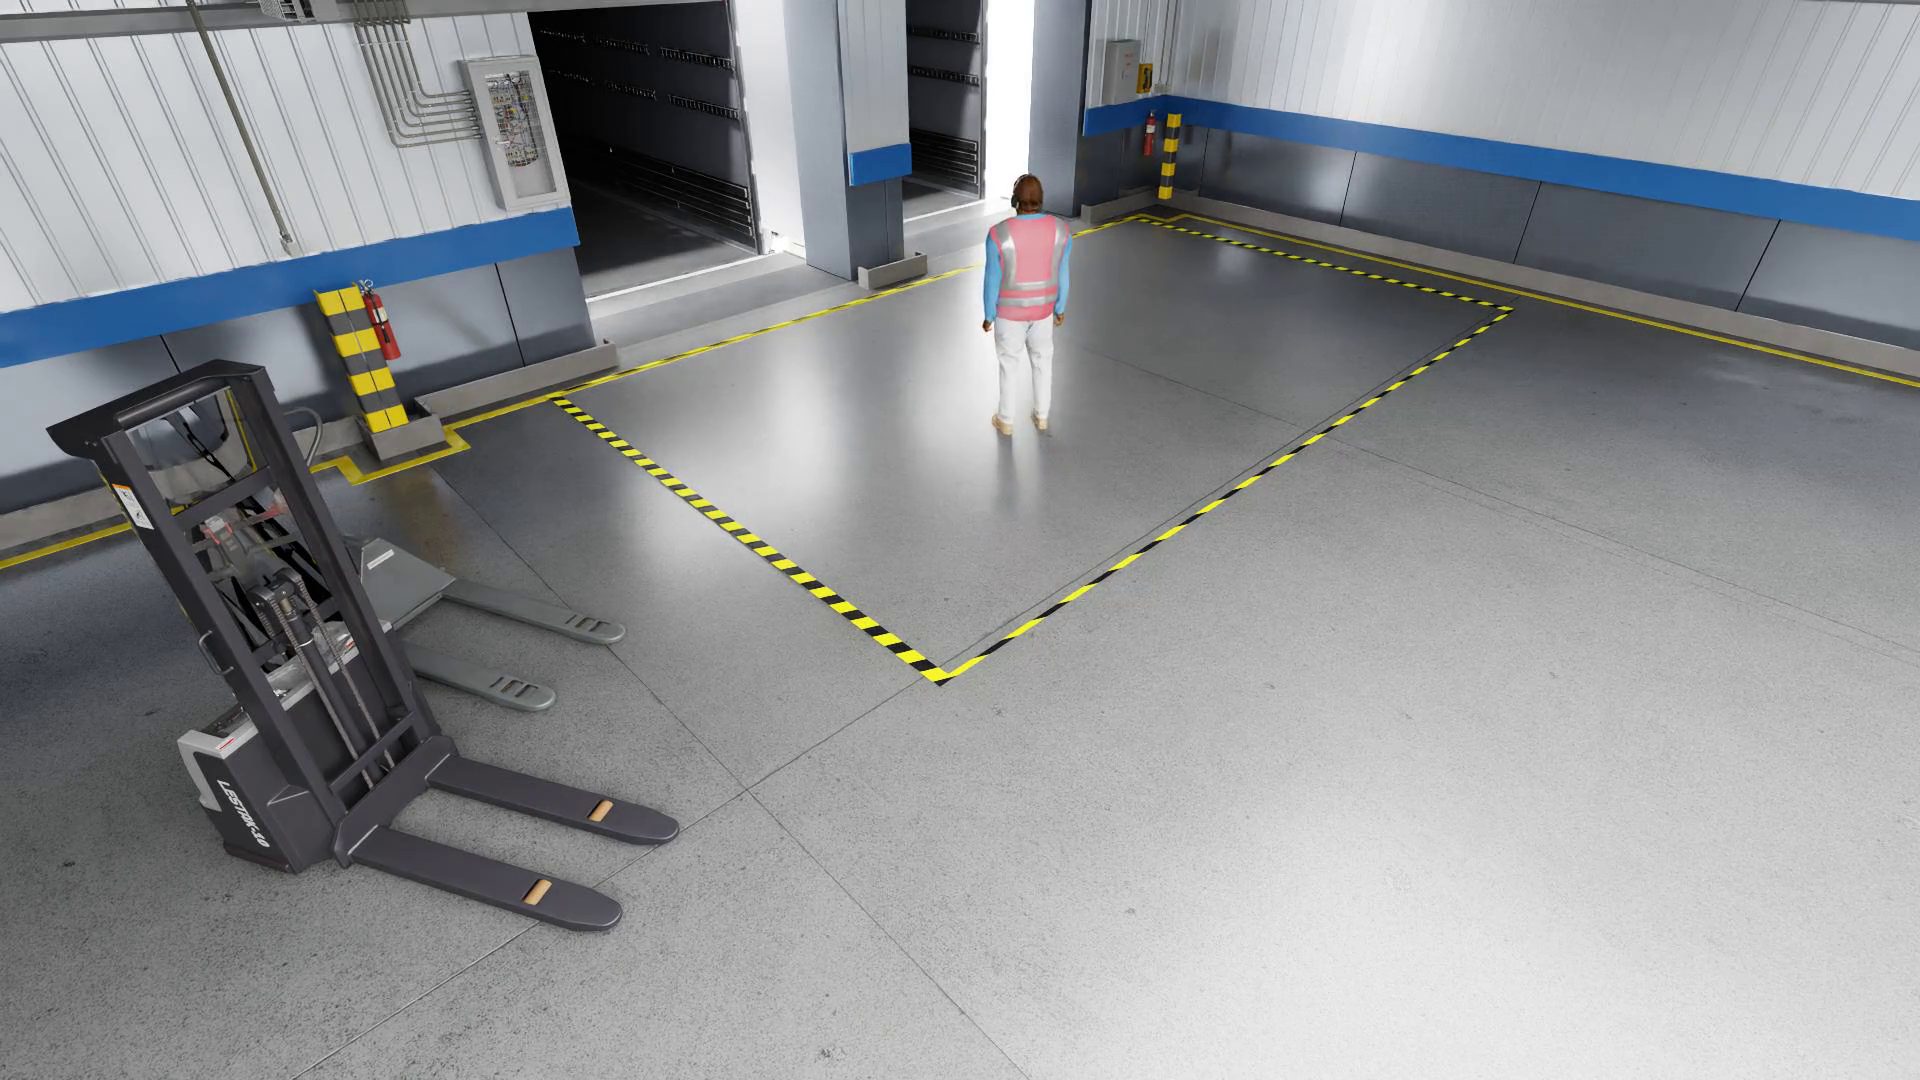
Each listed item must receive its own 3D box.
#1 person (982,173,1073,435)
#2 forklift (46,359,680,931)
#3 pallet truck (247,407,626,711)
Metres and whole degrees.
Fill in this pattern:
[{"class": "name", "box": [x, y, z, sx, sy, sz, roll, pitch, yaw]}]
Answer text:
[{"class": "person", "box": [0.452, -1.628, 6.506, 0.635, 1.841, 0.429, -9, 35, -13]}, {"class": "forklift", "box": [-2.135, 0.422, 3.354, 1.885, 1.965, 0.823, 10, 35, 14]}, {"class": "pallet truck", "box": [-2.628, 0.038, 4.590, 1.601, 1.201, 0.680, 12, 36, 18]}]
